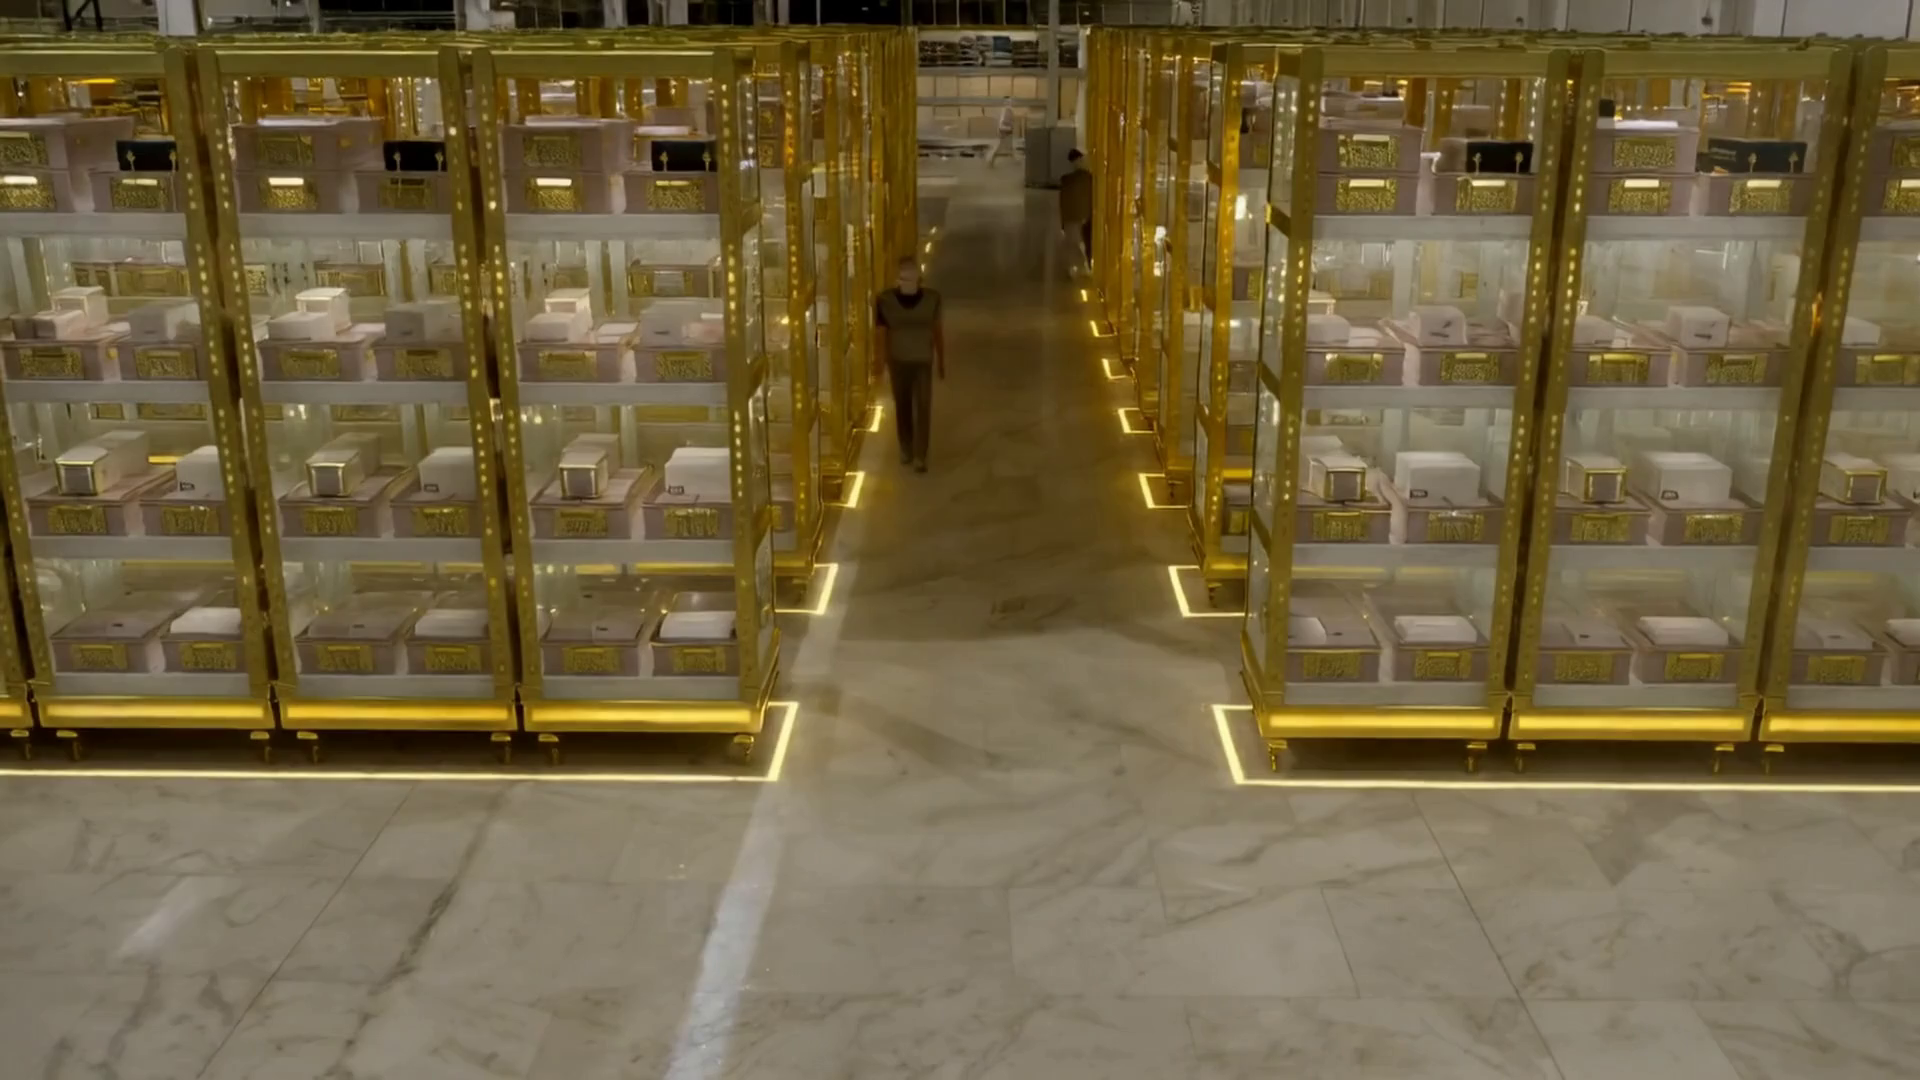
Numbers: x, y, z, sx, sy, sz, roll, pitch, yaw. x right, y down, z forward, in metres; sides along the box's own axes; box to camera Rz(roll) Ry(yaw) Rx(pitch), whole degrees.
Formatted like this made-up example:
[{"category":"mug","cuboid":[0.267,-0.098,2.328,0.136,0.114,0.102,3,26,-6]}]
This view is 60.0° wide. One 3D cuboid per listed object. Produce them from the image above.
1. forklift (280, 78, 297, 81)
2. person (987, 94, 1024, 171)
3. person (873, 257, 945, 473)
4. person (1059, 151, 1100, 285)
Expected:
[{"category":"forklift","cuboid":[-17.707,-11.342,43.786,1.873,2.768,1.129,0,17,1]},{"category":"person","cuboid":[1.136,-10.285,42.022,0.959,1.916,0.605,-10,20,-29]},{"category":"person","cuboid":[-0.435,-1.469,14.070,0.608,1.808,0.861,0,17,0]},{"category":"person","cuboid":[1.769,-4.693,24.256,0.636,1.891,1.205,-2,18,-6]}]
